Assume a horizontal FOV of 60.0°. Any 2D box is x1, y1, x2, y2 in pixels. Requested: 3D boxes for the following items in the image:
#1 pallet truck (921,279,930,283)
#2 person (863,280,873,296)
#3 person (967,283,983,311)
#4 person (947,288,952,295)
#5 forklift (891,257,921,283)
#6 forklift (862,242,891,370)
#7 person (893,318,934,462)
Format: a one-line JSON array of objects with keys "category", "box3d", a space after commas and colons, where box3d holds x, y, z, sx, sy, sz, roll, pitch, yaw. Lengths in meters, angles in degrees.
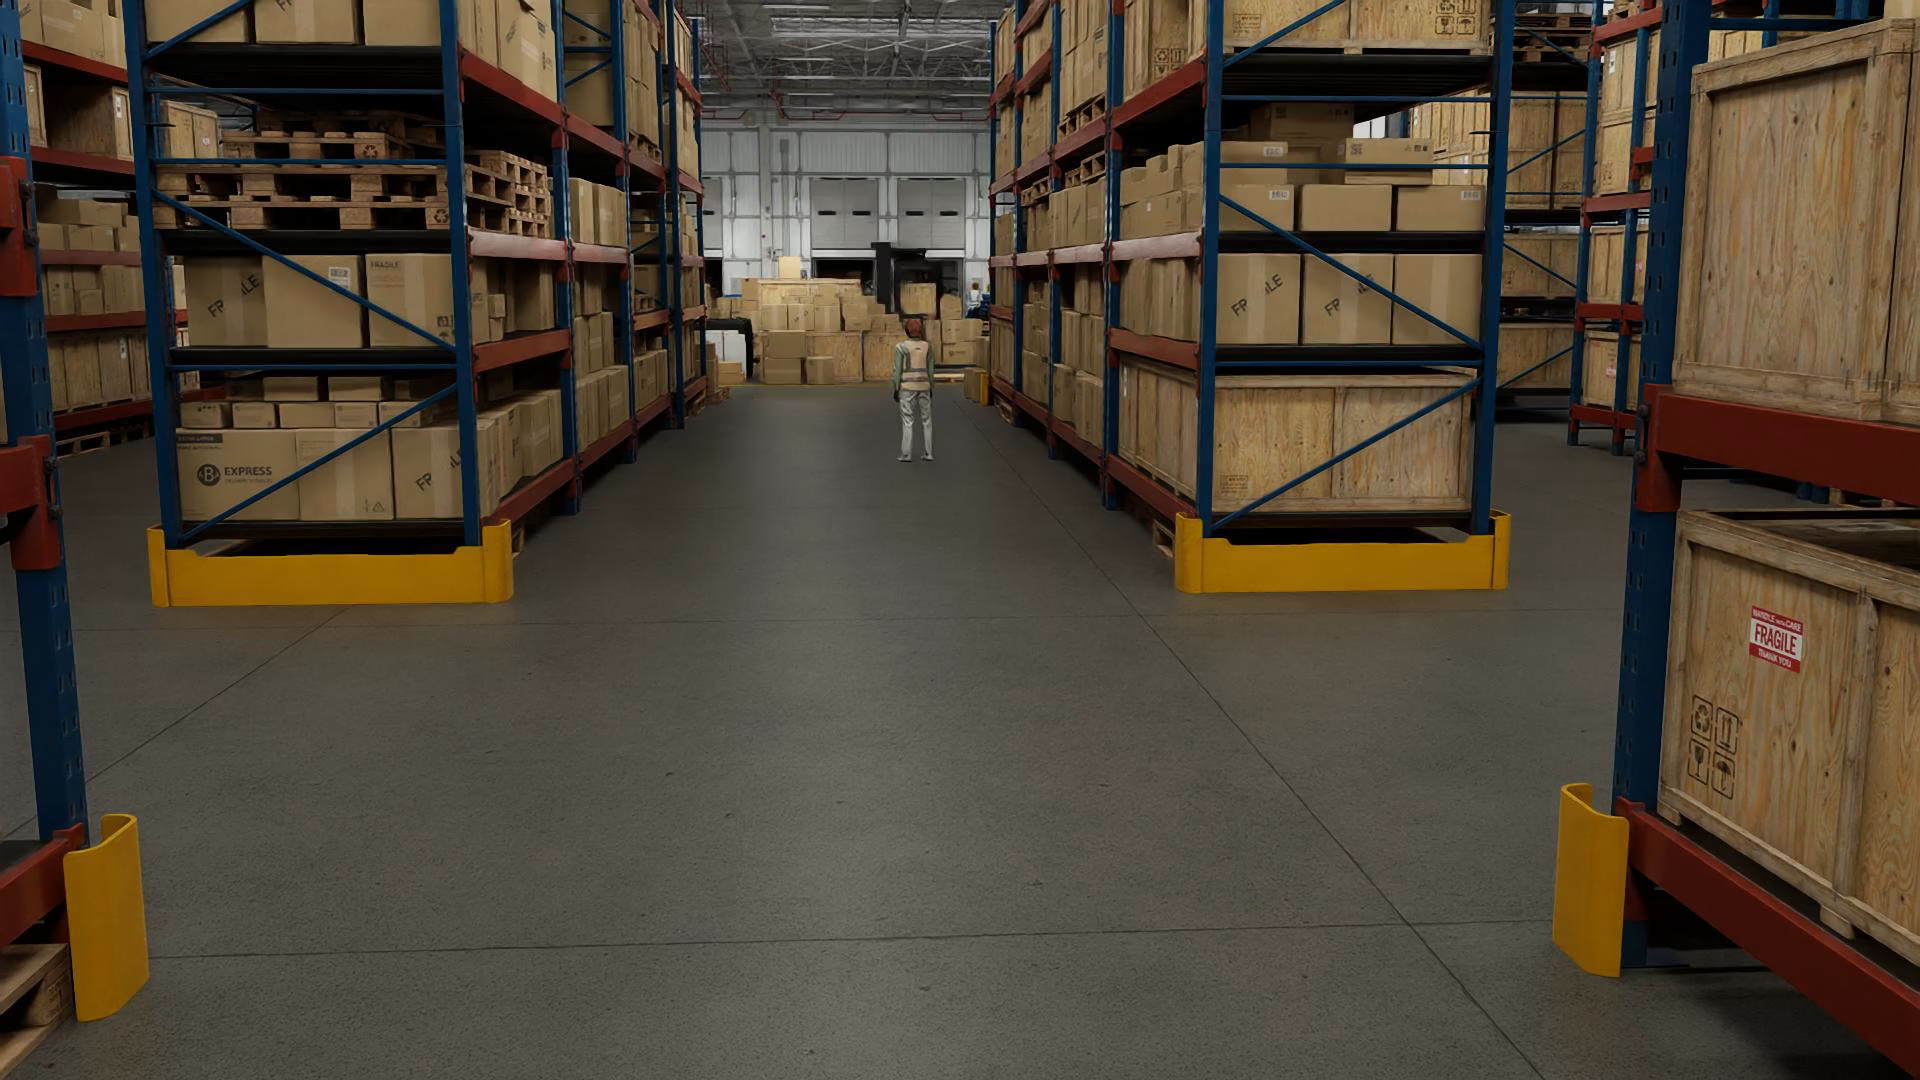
[{"category": "pallet truck", "box3d": [-0.932, -8.922, 63.114, 1.885, 1.965, 0.823, 2, 9, 13]}, {"category": "person", "box3d": [-3.187, -8.047, 57.807, 0.371, 1.941, 0.627, -2, 9, -15]}, {"category": "person", "box3d": [0.616, -8.406, 60.382, 0.584, 1.830, 0.979, 4, 10, 25]}, {"category": "person", "box3d": [-0.435, -9.408, 67.451, 0.901, 1.589, 0.510, -2, 9, -11]}, {"category": "forklift", "box3d": [-1.475, -6.327, 44.059, 1.129, 2.768, 1.873, -1, 9, -4]}, {"category": "forklift", "box3d": [-1.688, -5.088, 36.276, 1.873, 2.768, 1.129, -1, 9, -4]}, {"category": "person", "box3d": [-0.519, -1.697, 18.907, 0.511, 1.630, 0.315, -5, 10, -28]}]
